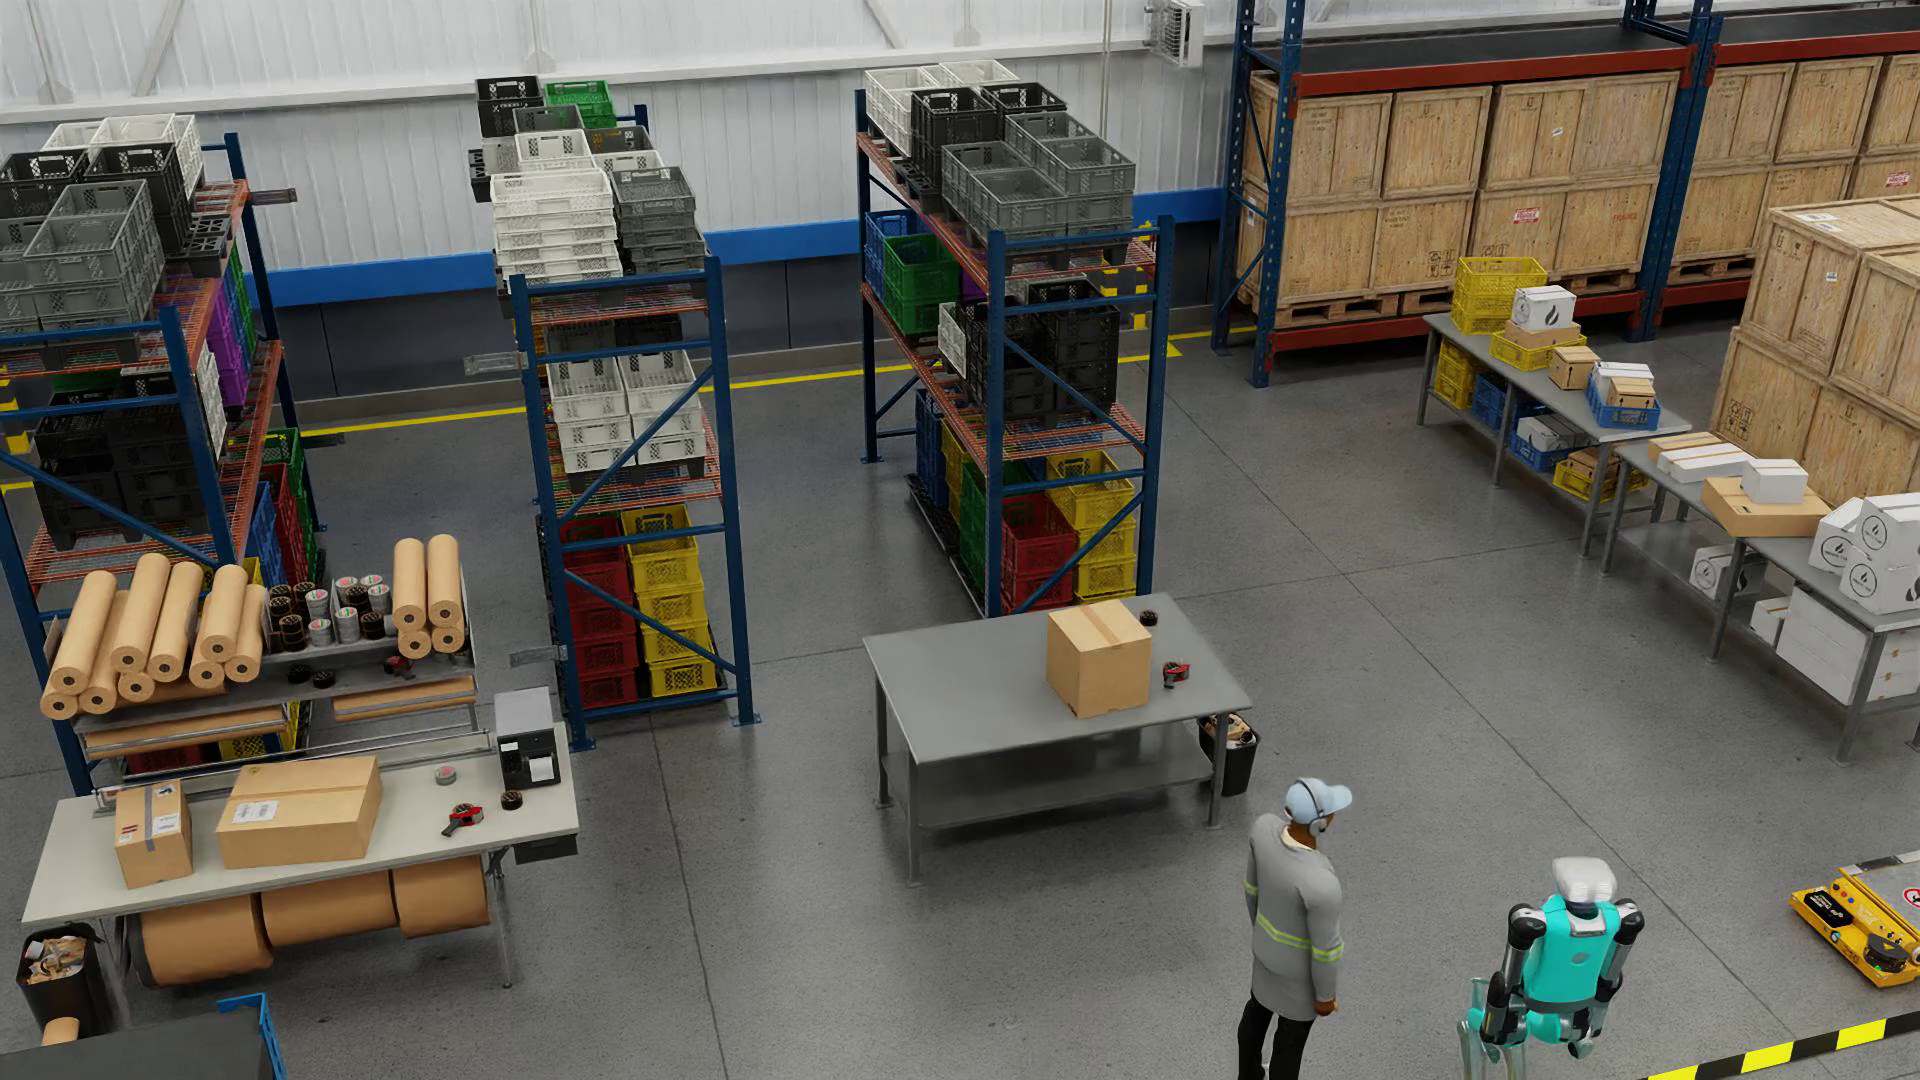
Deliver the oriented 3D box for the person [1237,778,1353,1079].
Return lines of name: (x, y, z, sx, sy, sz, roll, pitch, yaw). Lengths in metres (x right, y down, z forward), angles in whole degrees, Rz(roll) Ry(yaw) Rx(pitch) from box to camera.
person: (1.456, 1.797, 7.247, 0.372, 1.852, 0.588, -13, 31, -22)

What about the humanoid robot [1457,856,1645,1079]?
humanoid robot: (2.401, 1.896, 7.047, 0.533, 1.677, 0.735, -2, 29, -4)

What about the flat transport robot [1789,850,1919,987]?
flat transport robot: (5.163, 1.916, 8.676, 1.431, 0.231, 0.659, -8, 30, -14)
